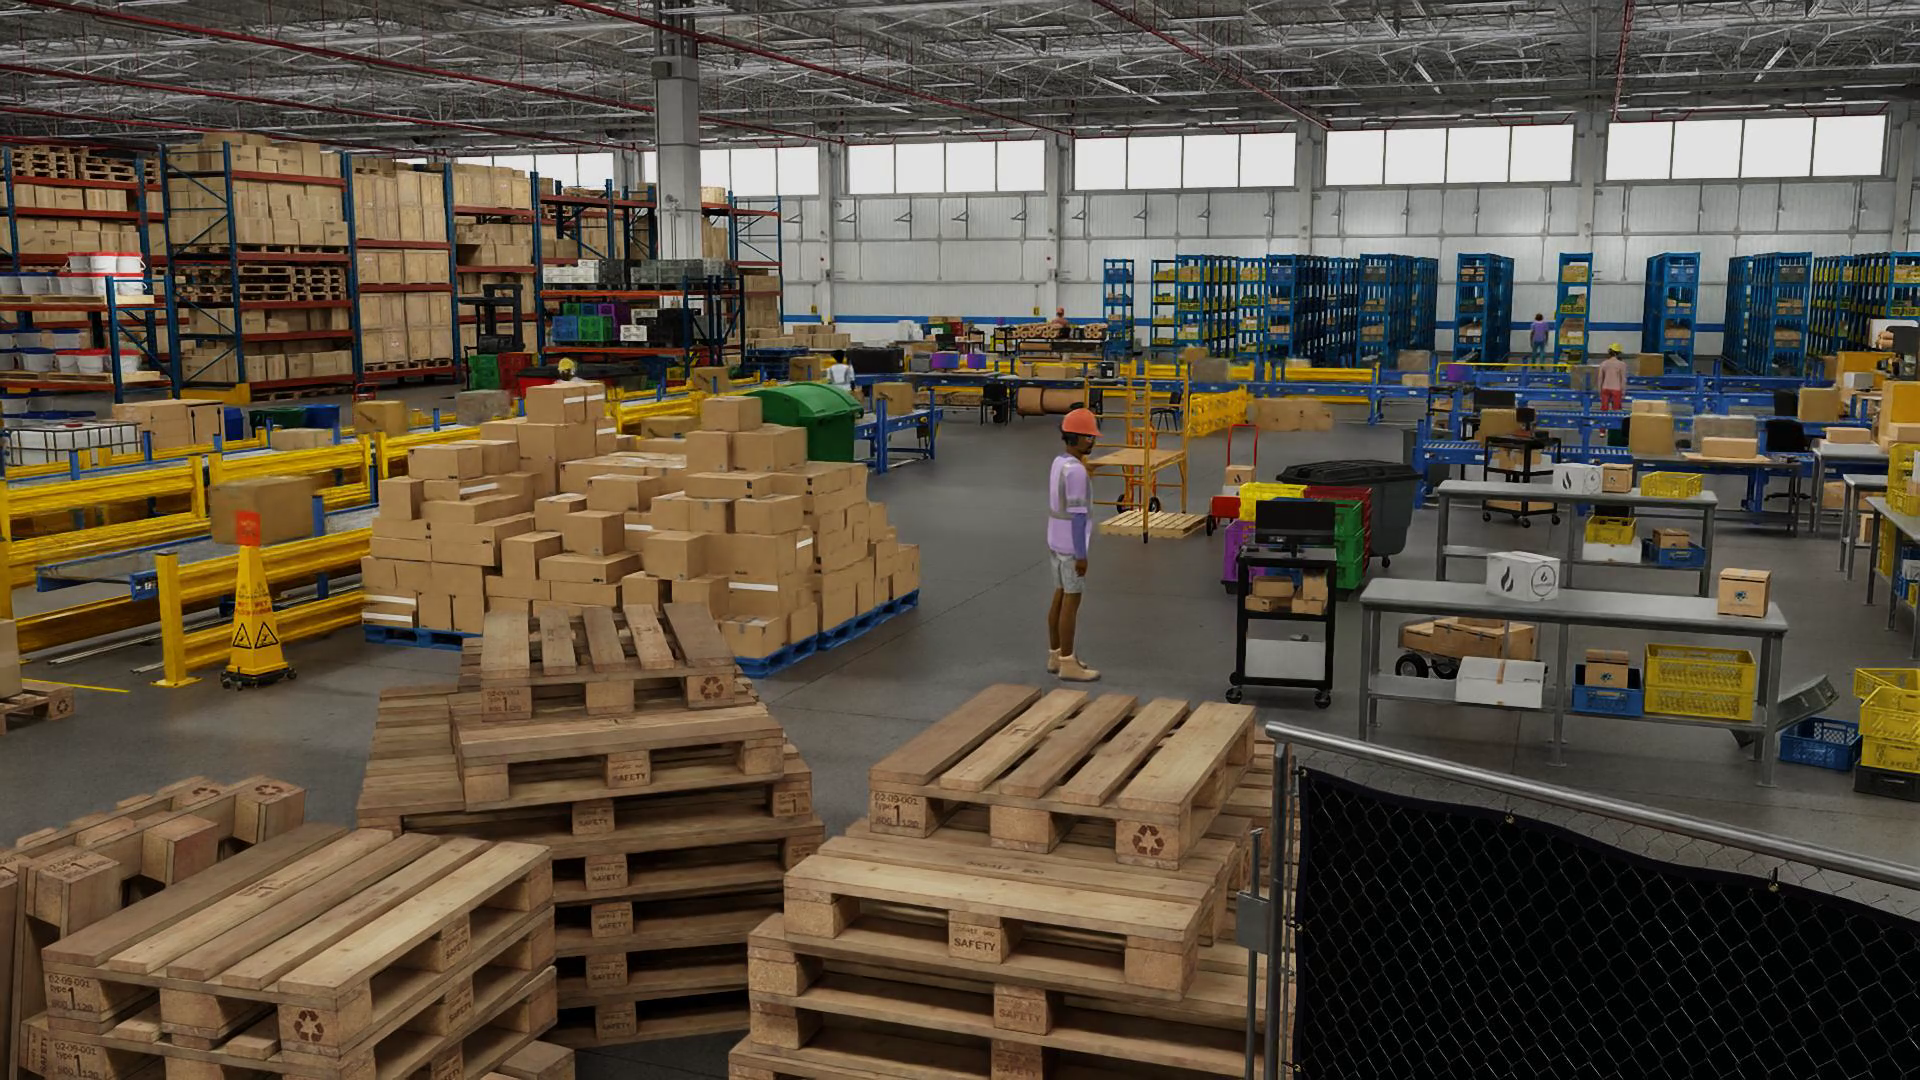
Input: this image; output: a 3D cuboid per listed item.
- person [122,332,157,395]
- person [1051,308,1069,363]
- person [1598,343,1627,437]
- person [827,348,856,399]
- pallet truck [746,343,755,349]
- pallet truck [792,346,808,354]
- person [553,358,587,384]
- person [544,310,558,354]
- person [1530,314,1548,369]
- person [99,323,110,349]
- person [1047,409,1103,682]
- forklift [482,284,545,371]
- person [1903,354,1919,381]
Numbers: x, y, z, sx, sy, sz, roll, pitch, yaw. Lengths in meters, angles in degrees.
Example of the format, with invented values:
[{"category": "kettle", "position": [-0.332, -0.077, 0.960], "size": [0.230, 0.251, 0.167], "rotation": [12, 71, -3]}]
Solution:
[{"category": "person", "position": [-20.845, -4.446, 42.023], "size": [0.499, 1.594, 0.832], "rotation": [7, 11, 37]}, {"category": "person", "position": [3.218, -6.458, 53.407], "size": [0.612, 1.996, 0.388], "rotation": [2, 9, 14]}, {"category": "person", "position": [12.182, -2.783, 31.062], "size": [0.526, 1.765, 0.329], "rotation": [8, 12, 42]}, {"category": "person", "position": [-2.215, -2.700, 30.768], "size": [0.555, 1.681, 0.499], "rotation": [3, 9, 16]}, {"category": "pallet truck", "position": [-6.183, -4.618, 44.264], "size": [1.601, 1.201, 0.680], "rotation": [-9, 12, -43]}, {"category": "pallet truck", "position": [-3.705, -4.298, 42.022], "size": [0.653, 1.274, 1.630], "rotation": [3, 10, 20]}, {"category": "person", "position": [-5.813, -1.778, 24.575], "size": [0.630, 1.814, 0.584], "rotation": [4, 10, 23]}, {"category": "person", "position": [-14.403, -7.161, 58.345], "size": [0.642, 1.835, 0.522], "rotation": [-2, 9, -15]}, {"category": "person", "position": [18.733, -6.419, 53.789], "size": [0.585, 1.803, 0.963], "rotation": [2, 9, 11]}, {"category": "person", "position": [-25.142, -5.530, 48.747], "size": [0.519, 1.624, 0.479], "rotation": [4, 10, 23]}, {"category": "person", "position": [0.857, 0.037, 12.489], "size": [0.395, 2.040, 0.609], "rotation": [-2, 9, -11]}, {"category": "forklift", "position": [-10.832, -4.702, 39.610], "size": [1.129, 2.768, 1.873], "rotation": [3, 10, 20]}, {"category": "person", "position": [20.508, -3.590, 35.968], "size": [0.630, 1.809, 0.589], "rotation": [-6, 11, -33]}]
